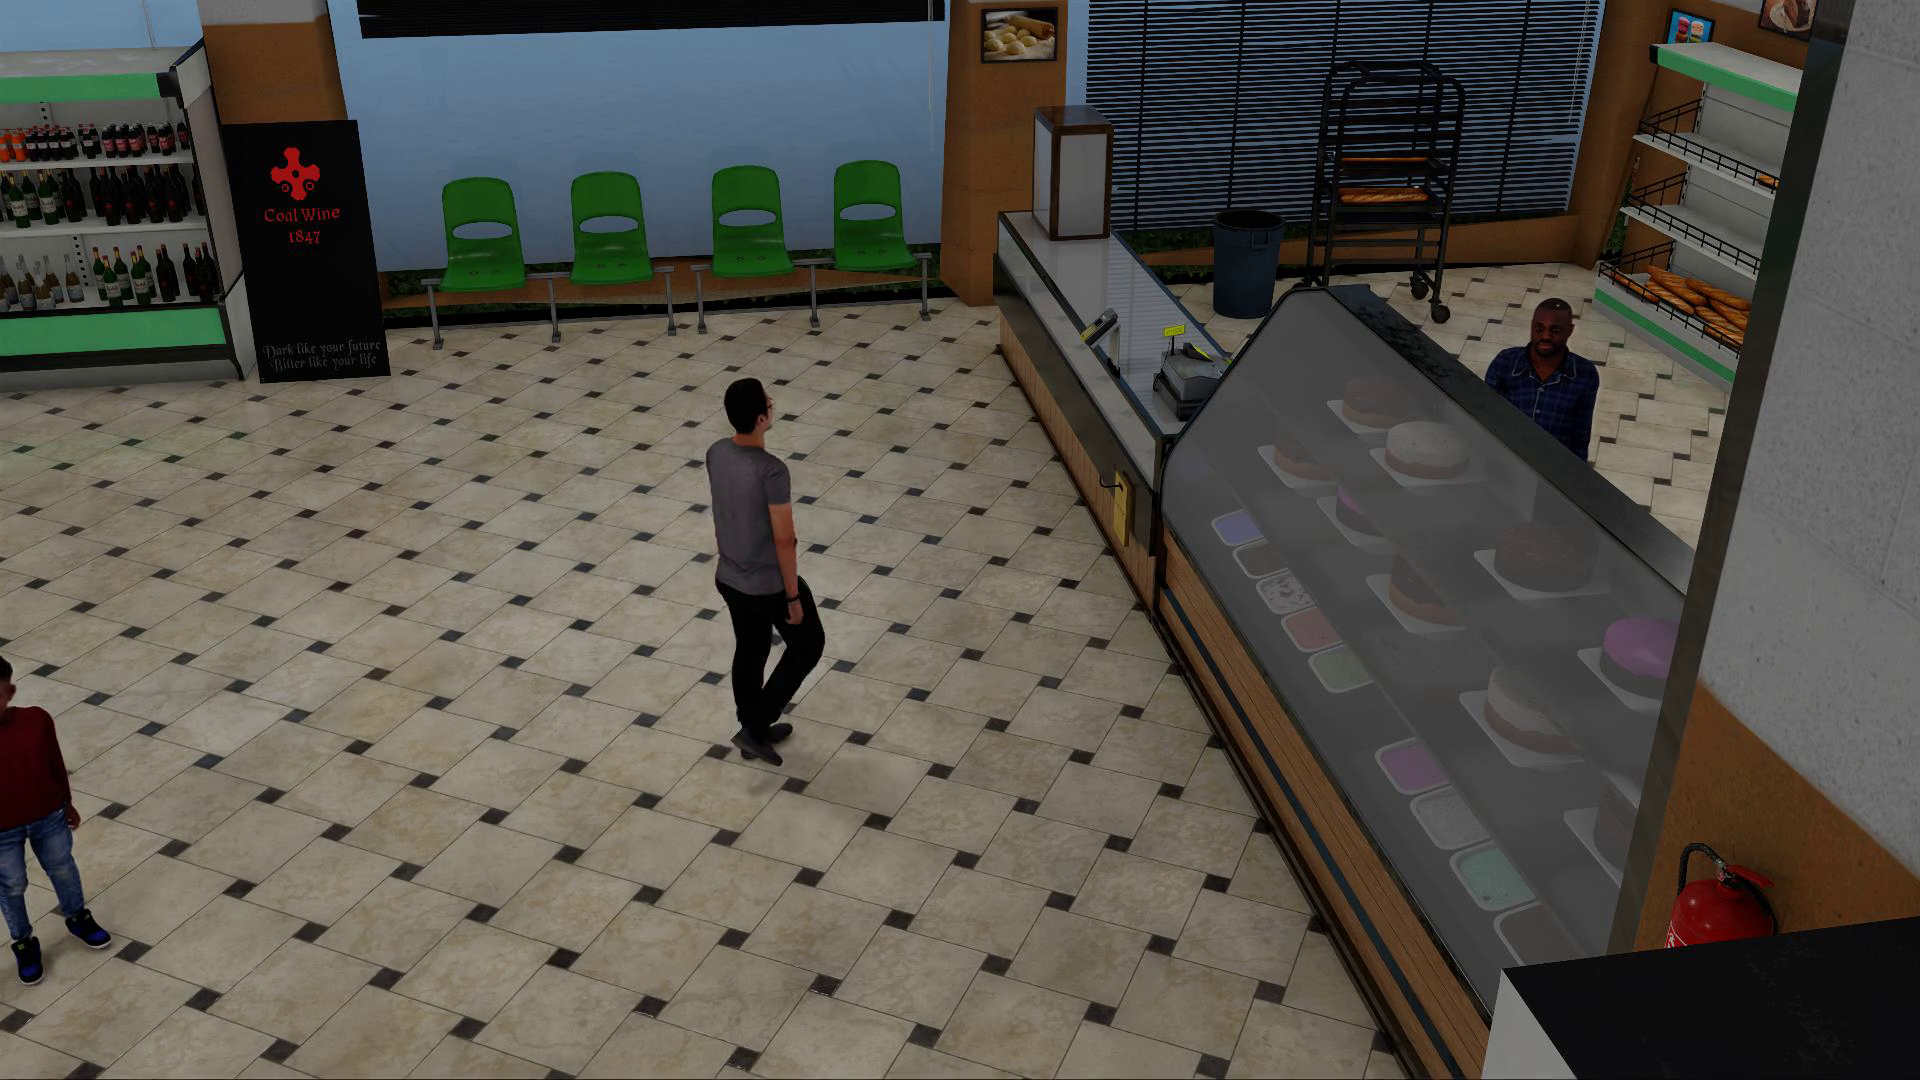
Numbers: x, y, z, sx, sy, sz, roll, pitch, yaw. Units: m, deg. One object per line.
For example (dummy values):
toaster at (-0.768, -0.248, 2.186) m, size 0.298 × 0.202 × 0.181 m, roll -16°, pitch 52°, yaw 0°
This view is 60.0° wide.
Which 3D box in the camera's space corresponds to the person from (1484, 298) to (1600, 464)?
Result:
person at (2.576, -0.234, 7.590) m, size 0.727 × 1.825 × 0.835 m, roll 9°, pitch 28°, yaw 18°

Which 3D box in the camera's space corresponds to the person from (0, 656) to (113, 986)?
person at (-3.319, 0.956, 5.873) m, size 0.643 × 1.254 × 0.563 m, roll 23°, pitch 35°, yaw 38°

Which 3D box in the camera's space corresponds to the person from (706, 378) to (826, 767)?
person at (-0.883, 0.193, 6.837) m, size 0.816 × 1.743 × 0.875 m, roll 21°, pitch 33°, yaw 35°
